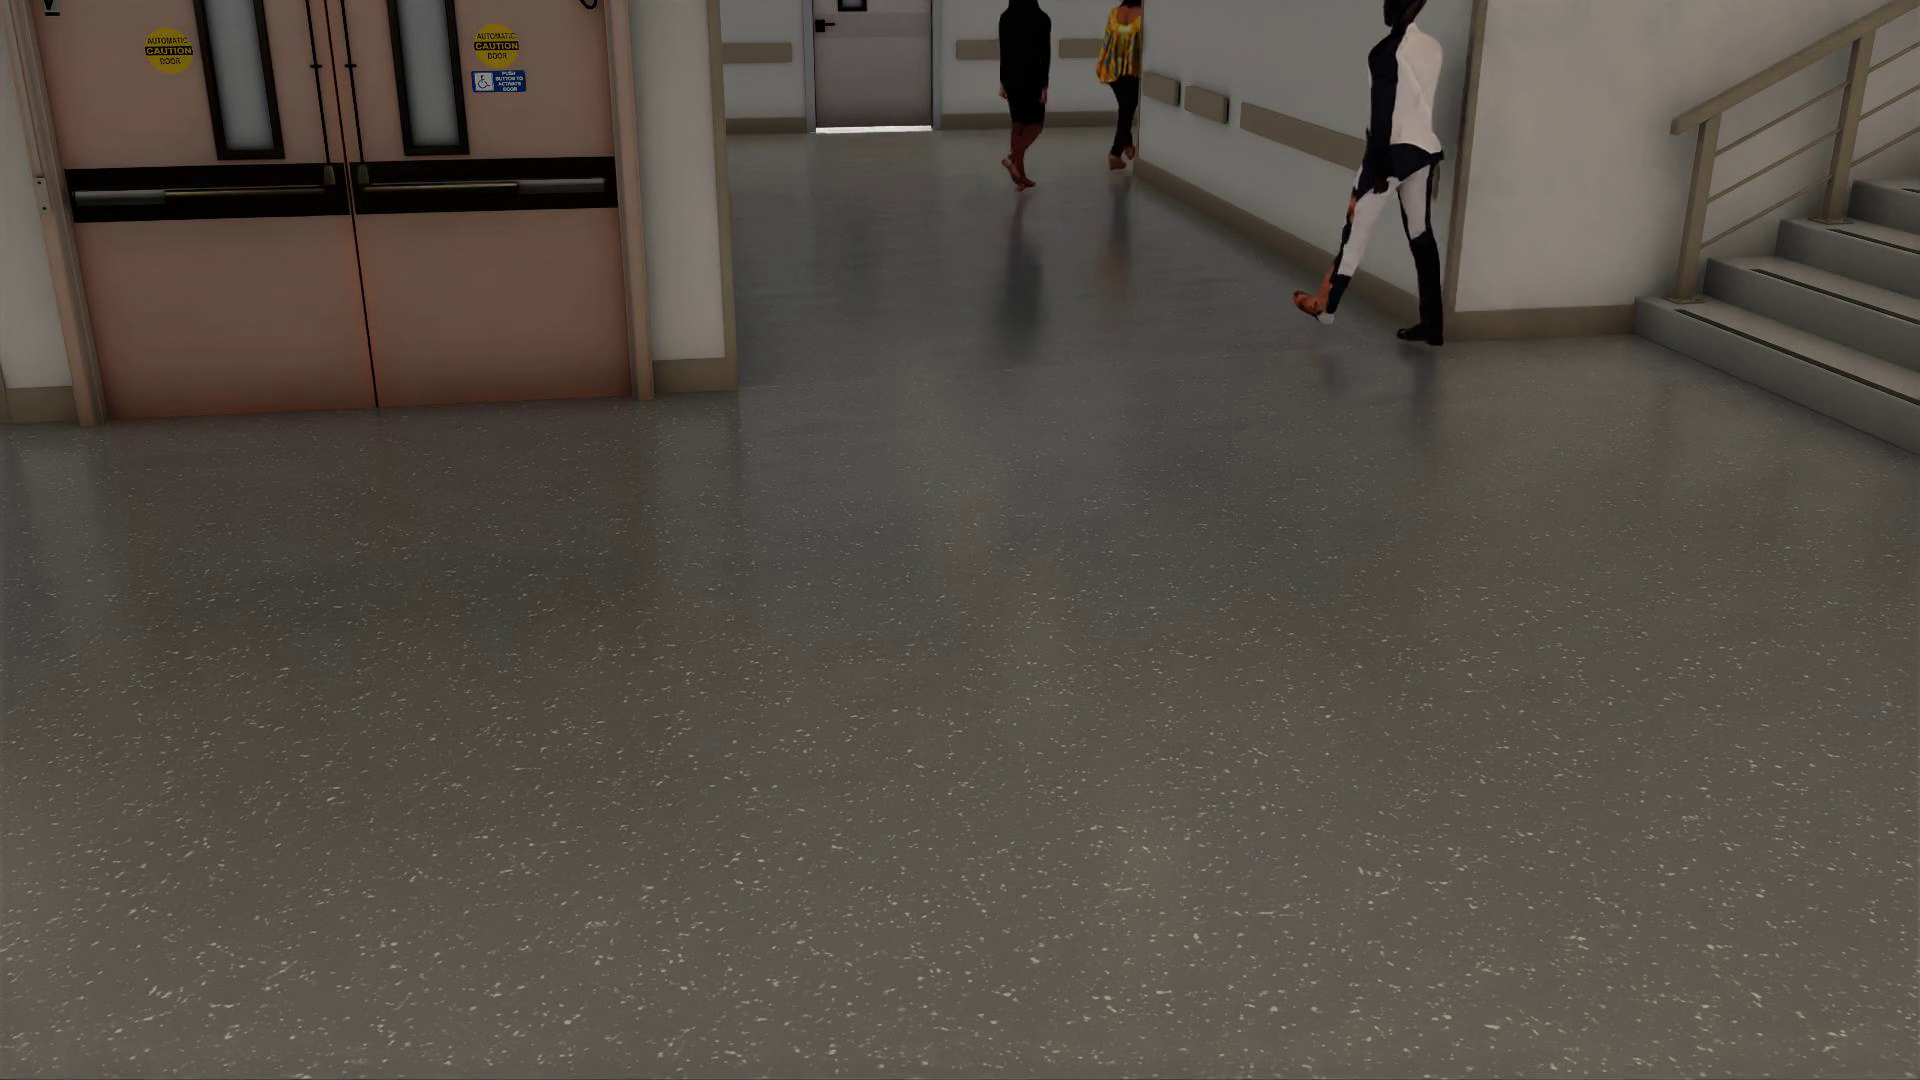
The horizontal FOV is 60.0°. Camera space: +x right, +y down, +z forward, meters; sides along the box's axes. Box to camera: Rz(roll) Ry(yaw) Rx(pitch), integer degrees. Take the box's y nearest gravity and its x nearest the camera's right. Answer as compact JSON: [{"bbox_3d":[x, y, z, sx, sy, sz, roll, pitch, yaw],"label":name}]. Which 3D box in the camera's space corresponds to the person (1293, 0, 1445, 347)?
[{"bbox_3d":[2.319,-1.903,8.545,1.202,1.846,1.054,-13,24,-30],"label":"person"}]

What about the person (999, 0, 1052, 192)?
[{"bbox_3d":[0.463,-3.626,13.293,0.938,1.707,0.974,12,24,28],"label":"person"}]

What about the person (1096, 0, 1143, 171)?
[{"bbox_3d":[1.430,-4.054,14.539,1.017,1.625,1.083,14,25,32],"label":"person"}]
